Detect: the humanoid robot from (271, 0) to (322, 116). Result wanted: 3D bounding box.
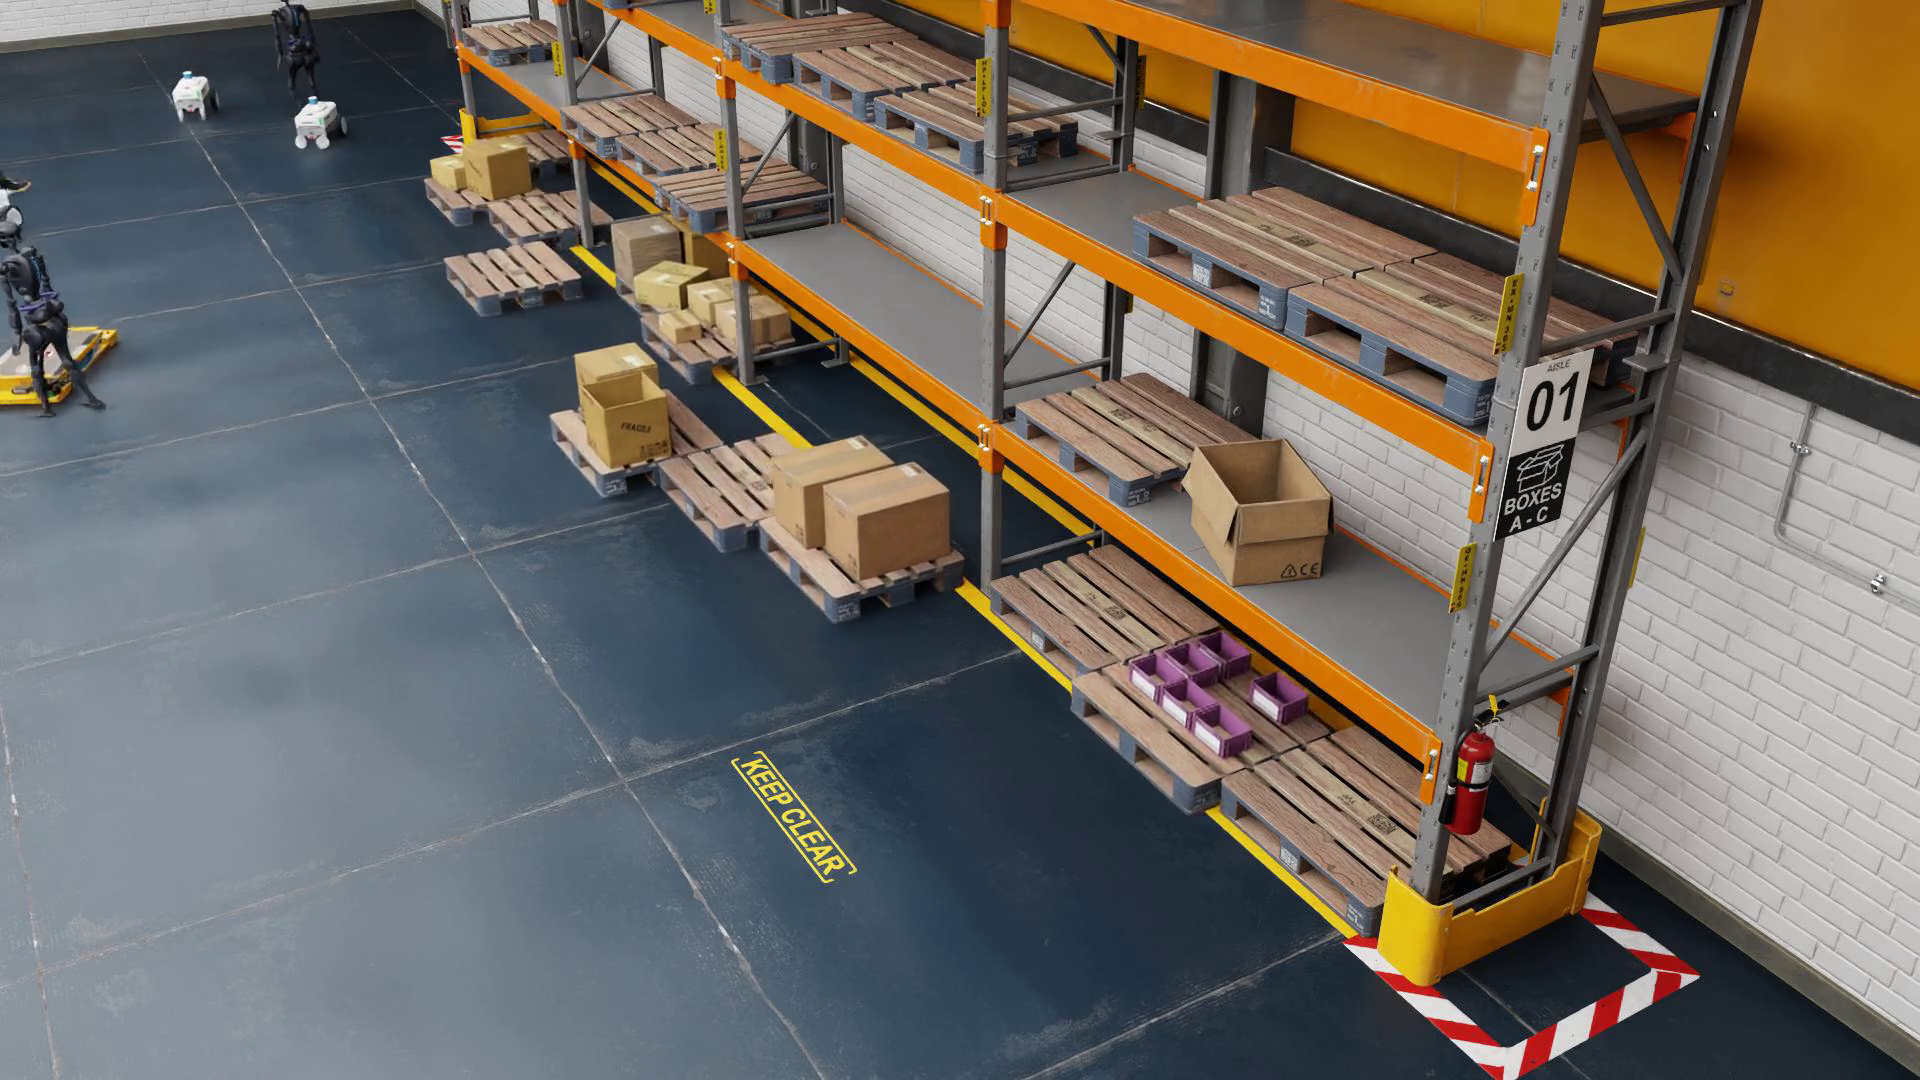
[{"bbox_3d":[-8.419,-6.209,21.173,0.420,1.635,0.605,19,35,30],"label":"humanoid robot"}]

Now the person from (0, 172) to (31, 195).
[{"bbox_3d":[-10.895,-4.684,18.230,0.902,1.919,0.635,-26,39,-38],"label":"person"}]

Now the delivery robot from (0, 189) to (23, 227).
[{"bbox_3d":[-10.294,-3.434,17.386,0.499,0.576,0.768,7,30,12],"label":"delivery robot"}]

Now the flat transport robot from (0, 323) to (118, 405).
[{"bbox_3d":[-7.855,-1.532,14.336,0.659,0.231,1.431,-3,30,-5],"label":"flat transport robot"}]

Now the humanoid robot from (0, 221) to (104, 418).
[{"bbox_3d":[-7.375,-1.764,13.348,0.474,1.651,0.602,3,30,5],"label":"humanoid robot"}]

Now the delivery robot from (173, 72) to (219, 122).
[{"bbox_3d":[-9.911,-5.752,21.474,0.499,0.572,0.747,-7,30,-12],"label":"delivery robot"}]

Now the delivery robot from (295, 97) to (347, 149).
[{"bbox_3d":[-7.896,-5.137,20.424,0.525,0.608,0.779,-2,30,-3],"label":"delivery robot"}]
